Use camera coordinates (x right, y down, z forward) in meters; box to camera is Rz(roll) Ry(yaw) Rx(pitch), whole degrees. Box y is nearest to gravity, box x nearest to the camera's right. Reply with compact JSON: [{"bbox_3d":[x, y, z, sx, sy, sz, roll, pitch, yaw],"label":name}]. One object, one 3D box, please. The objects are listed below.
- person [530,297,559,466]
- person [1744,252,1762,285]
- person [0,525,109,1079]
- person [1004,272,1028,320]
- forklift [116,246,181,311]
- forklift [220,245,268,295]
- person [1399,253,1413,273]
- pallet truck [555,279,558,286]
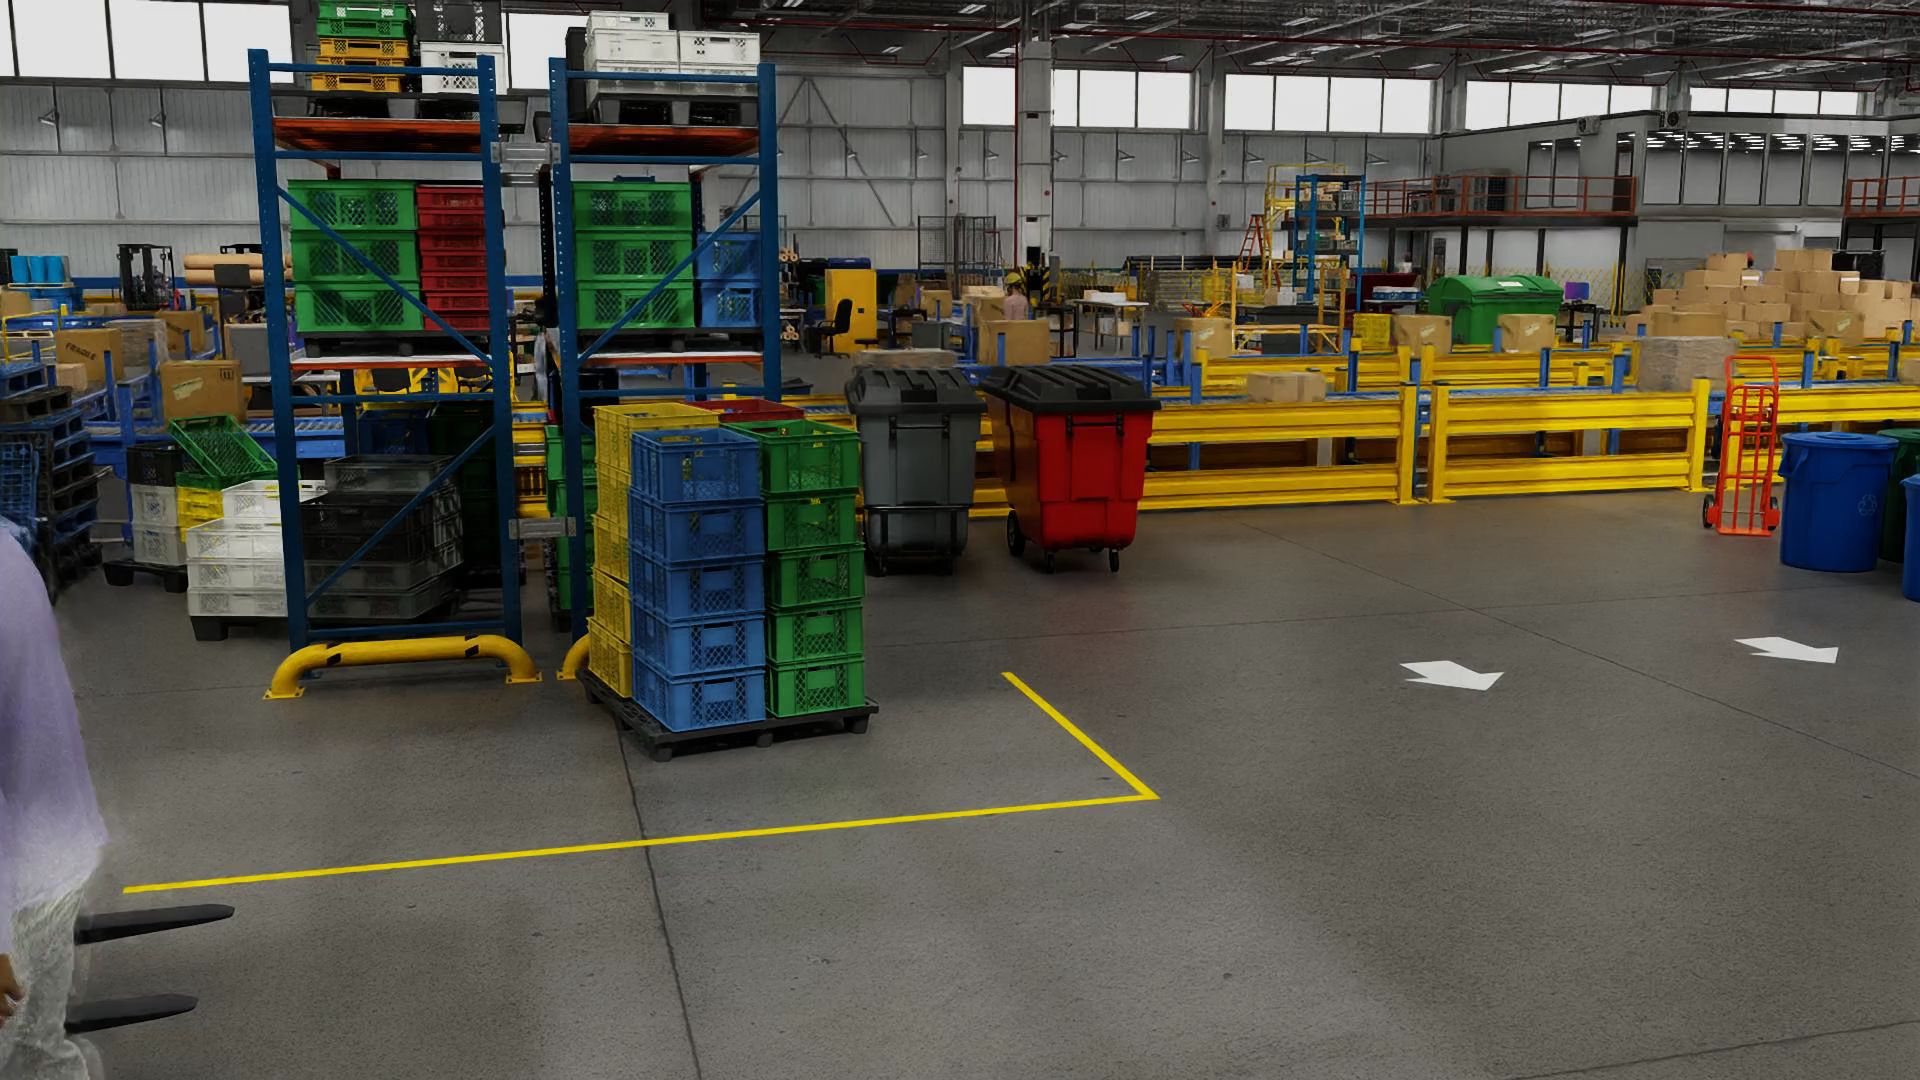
[{"bbox_3d":[-3.737,-1.326,14.852,0.727,1.668,0.557,-7,12,-33],"label":"person"},{"bbox_3d":[16.121,-4.890,34.128,0.614,2.019,0.890,1,10,7],"label":"person"},{"bbox_3d":[-1.763,0.642,3.070,0.530,1.911,0.650,-4,11,-20],"label":"person"},{"bbox_3d":[0.757,-2.881,23.430,0.330,1.765,0.533,7,12,36],"label":"person"},{"bbox_3d":[-19.966,-6.232,40.894,1.157,1.987,2.680,-3,10,-15],"label":"forklift"},{"bbox_3d":[-17.749,-6.334,41.440,1.157,1.987,2.680,-3,10,-17],"label":"forklift"},{"bbox_3d":[16.420,-9.630,61.347,0.600,1.868,0.458,-3,10,-17],"label":"person"},{"bbox_3d":[-10.604,-6.375,44.520,0.653,1.274,1.630,-3,10,-15],"label":"pallet truck"}]
